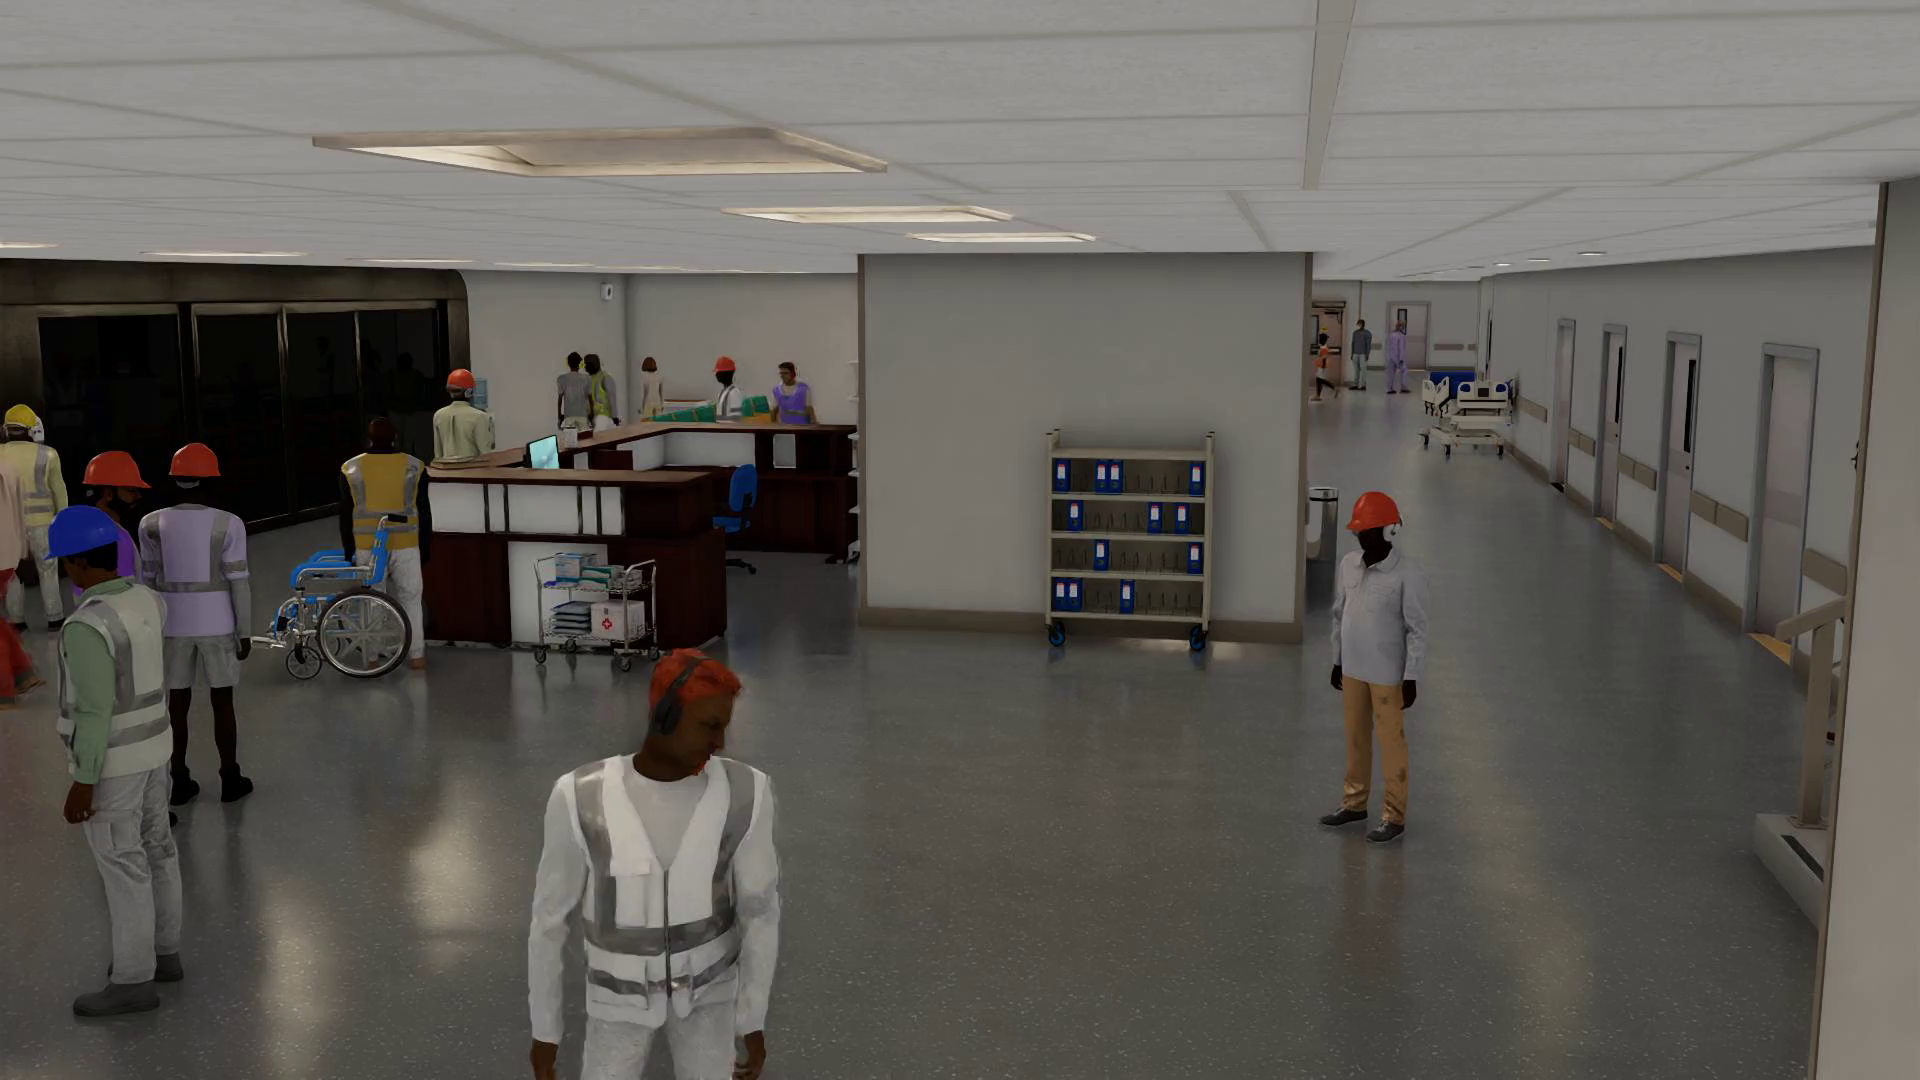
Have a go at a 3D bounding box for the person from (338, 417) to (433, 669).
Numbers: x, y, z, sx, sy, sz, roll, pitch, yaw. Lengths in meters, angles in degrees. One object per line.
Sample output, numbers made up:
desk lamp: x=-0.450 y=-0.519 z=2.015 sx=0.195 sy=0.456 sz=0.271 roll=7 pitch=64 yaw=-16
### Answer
person: x=-4.110 y=0.036 z=11.944 sx=0.629 sy=1.835 sz=0.429 roll=-3 pitch=9 yaw=-19

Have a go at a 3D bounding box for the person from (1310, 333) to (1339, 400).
person: x=9.007 y=-4.272 z=41.001 sx=0.629 sy=1.679 sz=0.542 roll=2 pitch=9 yaw=14

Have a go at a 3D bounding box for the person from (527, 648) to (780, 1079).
person: x=-0.764 y=1.190 z=4.220 sx=0.629 sy=1.852 sz=0.452 roll=-3 pitch=9 yaw=-17

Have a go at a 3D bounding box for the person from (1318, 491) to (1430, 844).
person: x=2.051 y=0.624 z=8.292 sx=0.341 sy=1.747 sz=0.575 roll=-5 pitch=10 yaw=-32

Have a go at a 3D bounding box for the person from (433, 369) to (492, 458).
person: x=-4.656 y=-0.611 z=15.675 sx=0.611 sy=1.997 sz=0.375 roll=3 pitch=9 yaw=20

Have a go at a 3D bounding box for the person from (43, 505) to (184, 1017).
person: x=-3.216 y=0.828 z=6.326 sx=0.401 sy=1.938 sz=0.602 roll=0 pitch=9 yaw=-3

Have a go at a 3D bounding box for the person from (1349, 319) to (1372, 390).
person: x=10.898 y=-5.041 z=45.268 sx=0.371 sy=1.940 sz=0.627 roll=-7 pitch=11 yaw=-37

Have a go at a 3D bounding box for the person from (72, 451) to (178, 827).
person: x=-4.253 y=0.515 z=8.414 sx=0.548 sy=1.934 sz=0.374 roll=8 pitch=12 yaw=42

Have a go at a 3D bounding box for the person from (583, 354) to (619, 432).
person: x=-5.334 y=-1.800 z=24.201 sx=0.836 sy=1.805 sz=0.639 roll=-8 pitch=11 yaw=-41

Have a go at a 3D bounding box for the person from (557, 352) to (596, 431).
person: x=-5.414 y=-1.719 z=23.459 sx=0.533 sy=1.869 sz=0.311 roll=-2 pitch=9 yaw=-11

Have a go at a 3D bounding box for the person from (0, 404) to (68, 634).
person: x=-7.427 y=-0.164 z=13.257 sx=0.600 sy=1.831 sz=0.404 roll=-2 pitch=9 yaw=-15

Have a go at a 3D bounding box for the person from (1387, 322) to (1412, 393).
person: x=11.611 y=-4.798 z=43.829 sx=0.776 sy=1.878 sz=0.671 roll=-4 pitch=9 yaw=-22

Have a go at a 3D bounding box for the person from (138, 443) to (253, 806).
person: x=-4.050 y=0.450 z=8.873 sx=0.543 sy=1.931 sz=0.388 roll=-1 pitch=9 yaw=-8

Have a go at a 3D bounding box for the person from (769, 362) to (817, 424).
person: x=-2.174 y=-1.385 z=21.432 sx=0.646 sy=1.809 sz=0.743 roll=5 pitch=10 yaw=29

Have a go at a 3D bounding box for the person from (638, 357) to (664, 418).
person: x=-5.099 y=-2.204 z=27.452 sx=0.498 sy=1.633 sz=0.285 roll=-8 pitch=12 yaw=-44

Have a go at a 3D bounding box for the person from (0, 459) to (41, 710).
person: x=-6.337 y=0.137 z=10.788 sx=0.435 sy=1.978 sz=0.629 roll=0 pitch=9 yaw=0
